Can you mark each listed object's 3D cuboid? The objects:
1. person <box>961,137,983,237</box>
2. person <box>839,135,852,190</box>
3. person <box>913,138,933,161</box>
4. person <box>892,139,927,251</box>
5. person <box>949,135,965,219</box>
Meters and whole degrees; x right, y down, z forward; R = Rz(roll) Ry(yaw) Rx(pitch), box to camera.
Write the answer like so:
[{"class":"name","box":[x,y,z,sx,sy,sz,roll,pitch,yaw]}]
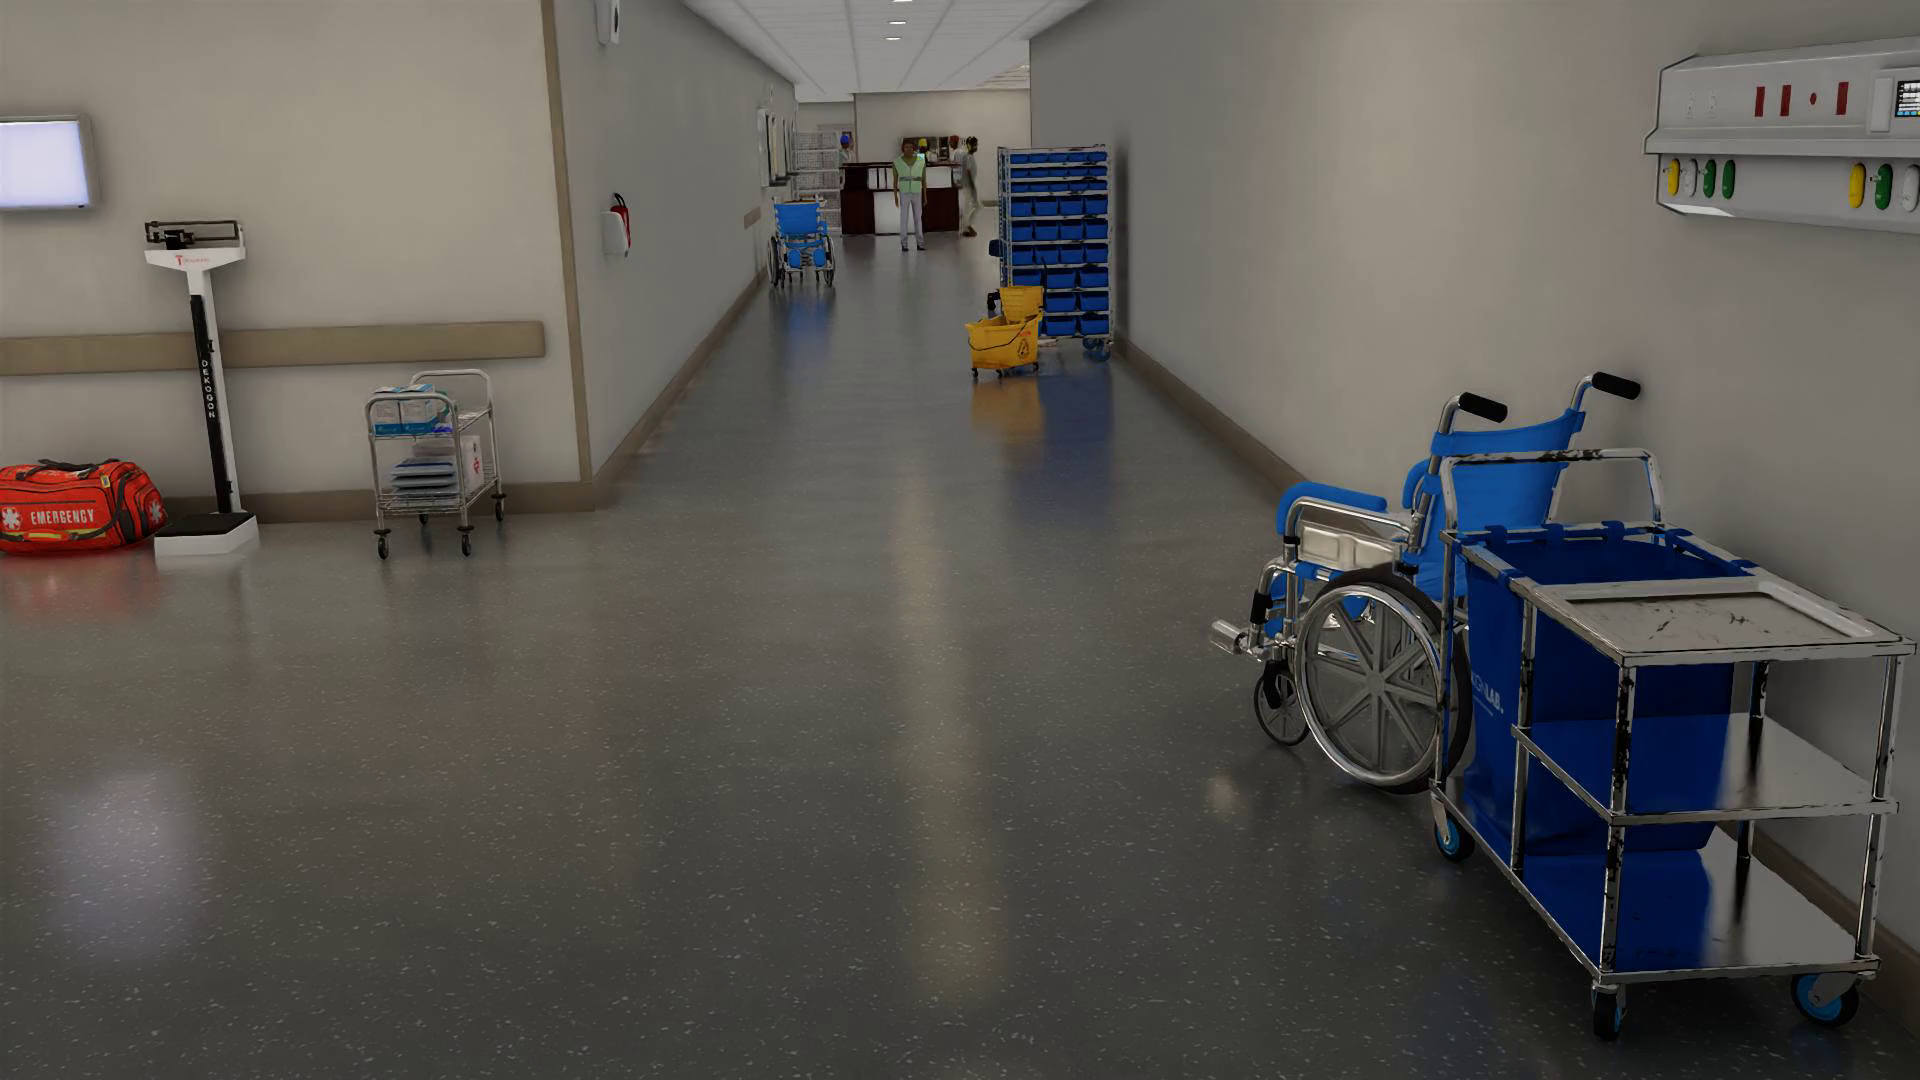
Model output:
[{"class":"person","box":[0.197,-6.578,31.025,0.455,1.840,0.521,3,14,17]},{"class":"person","box":[-2.834,-9.019,41.178,0.401,1.945,0.614,5,15,24]},{"class":"person","box":[-0.856,-8.656,39.723,0.597,1.826,0.403,-2,14,0]},{"class":"person","box":[-0.834,-5.737,27.692,0.561,1.838,0.387,-4,14,-11]},{"class":"person","box":[-0.066,-8.210,37.665,0.339,1.883,0.586,-6,14,-18]}]
